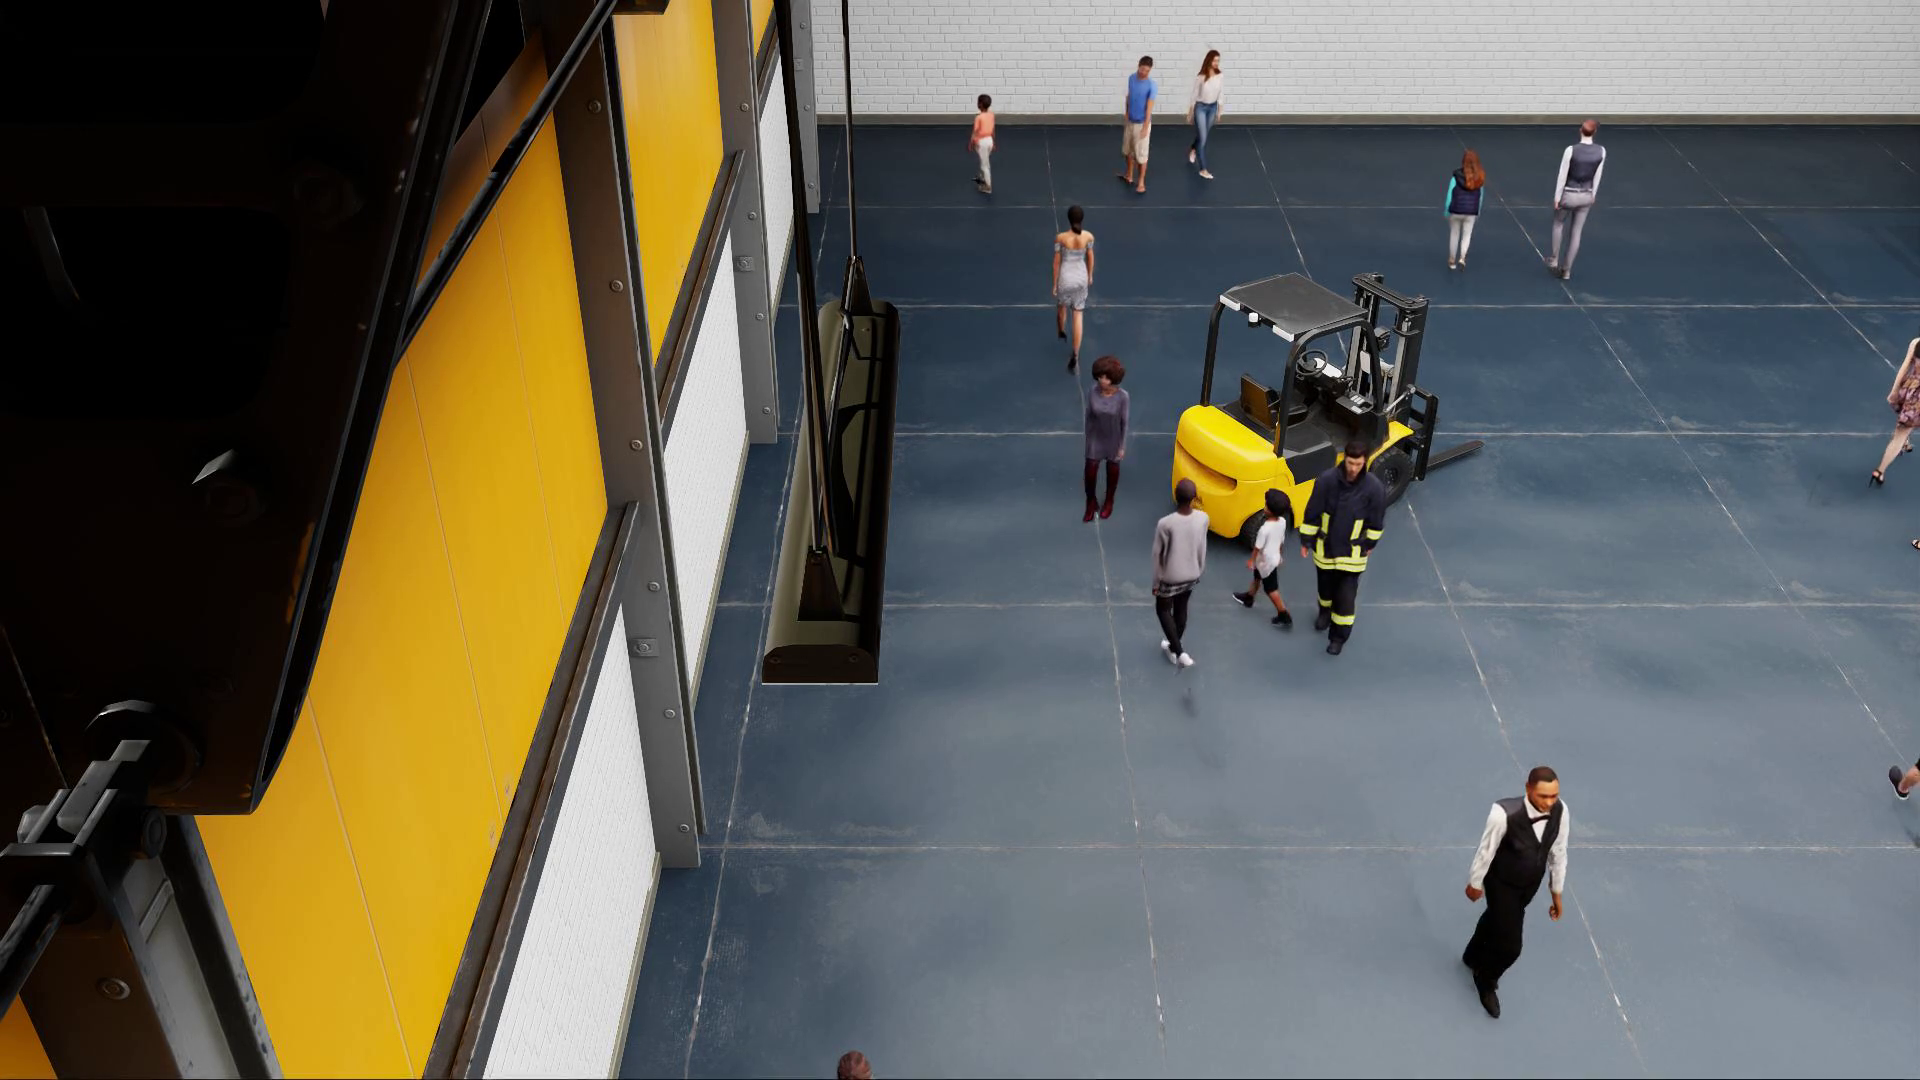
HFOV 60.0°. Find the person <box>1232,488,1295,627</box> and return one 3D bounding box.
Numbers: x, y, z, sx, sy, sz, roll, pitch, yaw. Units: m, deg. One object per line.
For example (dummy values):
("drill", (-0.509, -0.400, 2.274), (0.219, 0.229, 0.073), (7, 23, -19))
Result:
("person", (2.644, 0.165, 14.024), (0.884, 1.246, 0.853), (26, 41, 33))

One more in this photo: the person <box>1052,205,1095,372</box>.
("person", (1.220, -2.658, 17.789), (0.704, 1.778, 1.099), (-3, 34, -5))

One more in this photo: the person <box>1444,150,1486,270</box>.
("person", (6.055, -3.935, 19.963), (0.614, 1.498, 0.675), (4, 34, 6))

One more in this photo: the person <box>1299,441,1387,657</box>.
("person", (3.148, -0.049, 13.755), (1.012, 1.899, 1.127), (13, 36, 18))

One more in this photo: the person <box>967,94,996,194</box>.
("person", (0.367, -5.259, 22.143), (0.777, 1.291, 0.714), (28, 43, 35))

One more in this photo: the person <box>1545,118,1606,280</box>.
("person", (7.312, -4.019, 19.708), (0.736, 1.922, 0.803), (7, 34, 10))

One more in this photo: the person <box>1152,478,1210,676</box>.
("person", (1.787, 0.335, 13.308), (0.781, 1.755, 0.975), (-9, 35, -13))

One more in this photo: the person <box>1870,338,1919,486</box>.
("person", (9.014, -1.289, 15.777), (1.129, 1.726, 1.142), (-23, 40, -30))

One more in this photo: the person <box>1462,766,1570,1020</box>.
("person", (3.456, 2.086, 10.547), (0.822, 1.895, 0.895), (-11, 35, -16))

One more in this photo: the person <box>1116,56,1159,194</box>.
("person", (2.351, -5.562, 22.104), (0.969, 1.838, 0.830), (-16, 37, -22))

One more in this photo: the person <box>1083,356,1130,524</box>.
("person", (1.390, -0.958, 15.307), (0.696, 1.694, 0.731), (11, 35, 16))

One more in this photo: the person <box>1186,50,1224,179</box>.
("person", (3.300, -5.864, 22.690), (0.881, 1.692, 1.209), (-9, 35, -13))
